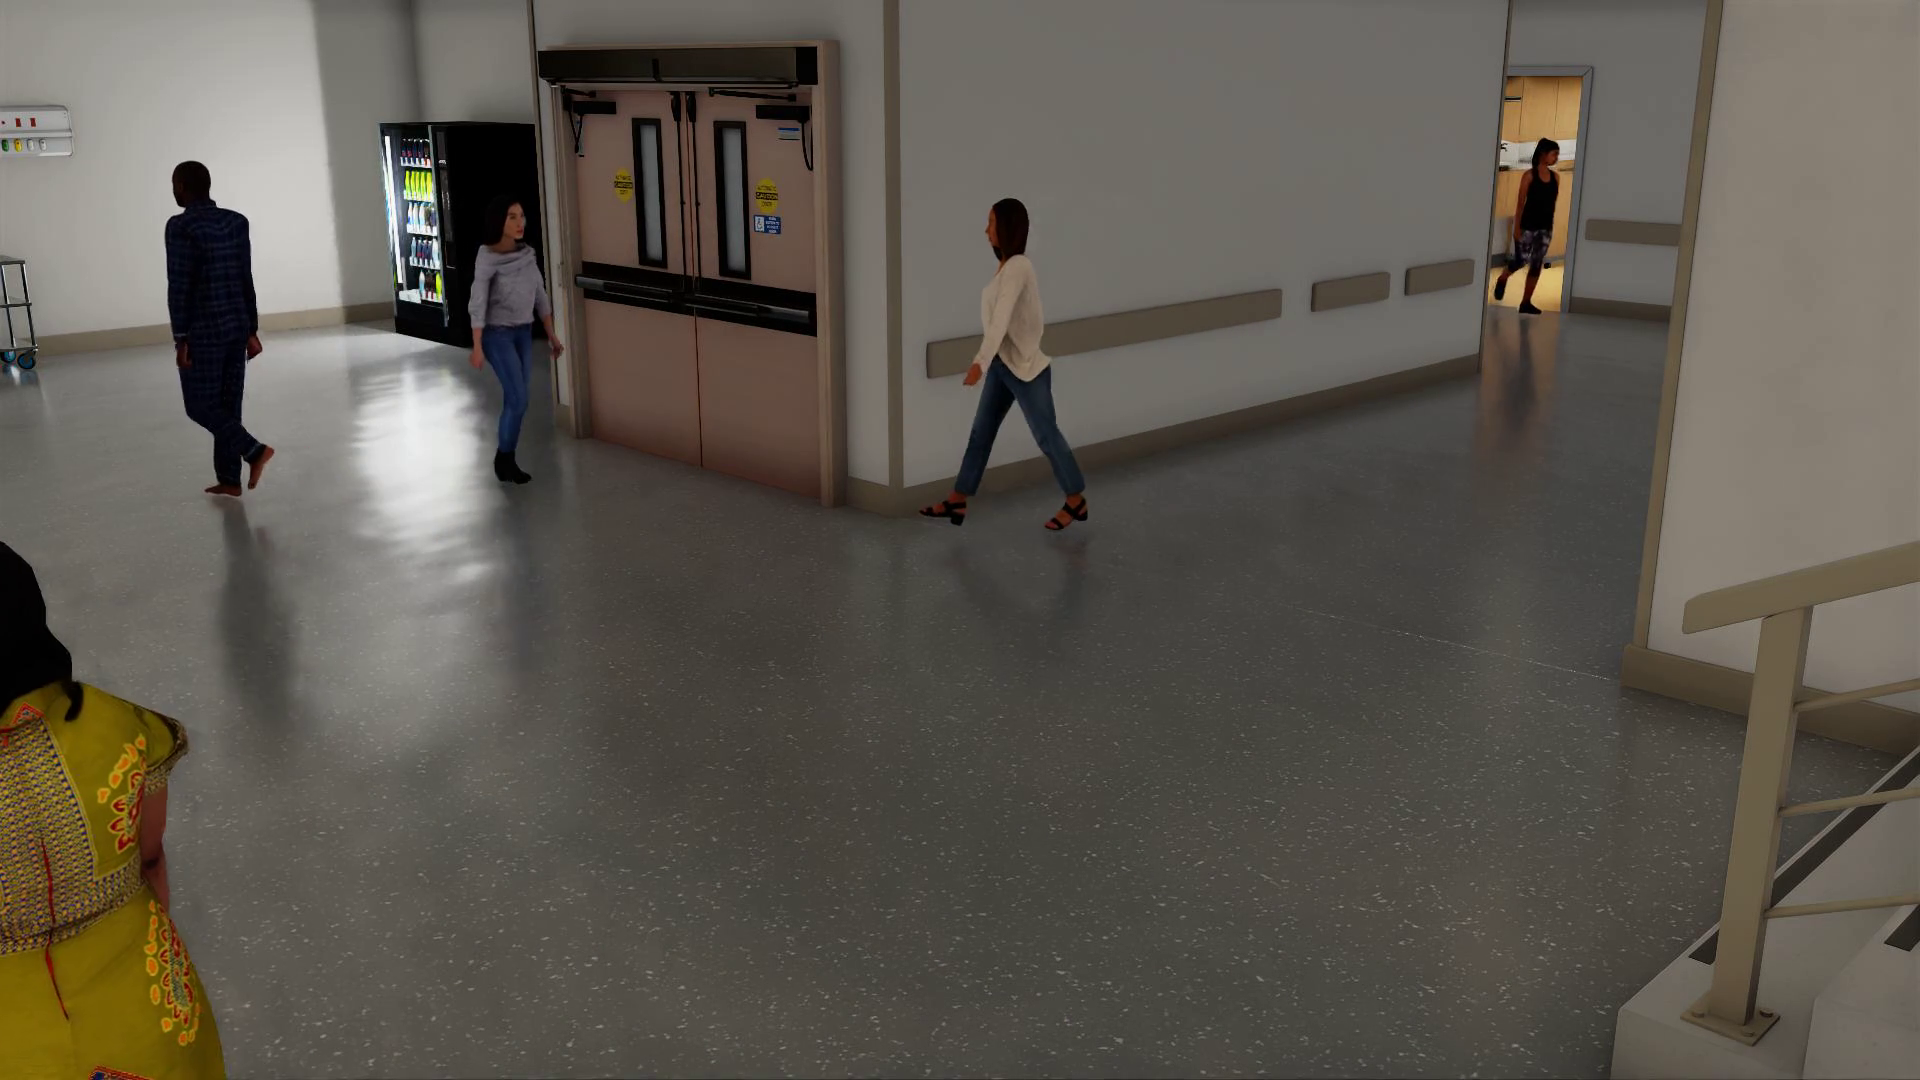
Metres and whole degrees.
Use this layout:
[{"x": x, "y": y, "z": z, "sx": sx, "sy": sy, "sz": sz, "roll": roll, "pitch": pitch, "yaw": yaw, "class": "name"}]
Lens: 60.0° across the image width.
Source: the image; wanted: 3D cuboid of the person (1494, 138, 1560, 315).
[{"x": 5.469, "y": -3.001, "z": 15.957, "sx": 0.860, "sy": 1.639, "sz": 1.029, "roll": -4, "pitch": 16, "yaw": -12, "class": "person"}]

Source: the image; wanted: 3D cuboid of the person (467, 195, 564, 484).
[{"x": -2.582, "y": -1.100, "z": 9.256, "sx": 0.725, "sy": 1.616, "sz": 0.722, "roll": 6, "pitch": 17, "yaw": 21, "class": "person"}]

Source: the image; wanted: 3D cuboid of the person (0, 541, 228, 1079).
[{"x": -1.297, "y": 0.800, "z": 2.460, "sx": 0.776, "sy": 1.648, "sz": 0.838, "roll": 11, "pitch": 19, "yaw": 34, "class": "person"}]

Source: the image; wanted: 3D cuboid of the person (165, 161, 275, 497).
[{"x": -3.909, "y": -1.090, "z": 8.869, "sx": 0.934, "sy": 1.806, "sz": 0.834, "roll": 8, "pitch": 18, "yaw": 26, "class": "person"}]

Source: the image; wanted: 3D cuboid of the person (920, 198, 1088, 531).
[{"x": 0.374, "y": -0.815, "z": 8.212, "sx": 1.093, "sy": 1.634, "sz": 1.105, "roll": -2, "pitch": 16, "yaw": -8, "class": "person"}]
